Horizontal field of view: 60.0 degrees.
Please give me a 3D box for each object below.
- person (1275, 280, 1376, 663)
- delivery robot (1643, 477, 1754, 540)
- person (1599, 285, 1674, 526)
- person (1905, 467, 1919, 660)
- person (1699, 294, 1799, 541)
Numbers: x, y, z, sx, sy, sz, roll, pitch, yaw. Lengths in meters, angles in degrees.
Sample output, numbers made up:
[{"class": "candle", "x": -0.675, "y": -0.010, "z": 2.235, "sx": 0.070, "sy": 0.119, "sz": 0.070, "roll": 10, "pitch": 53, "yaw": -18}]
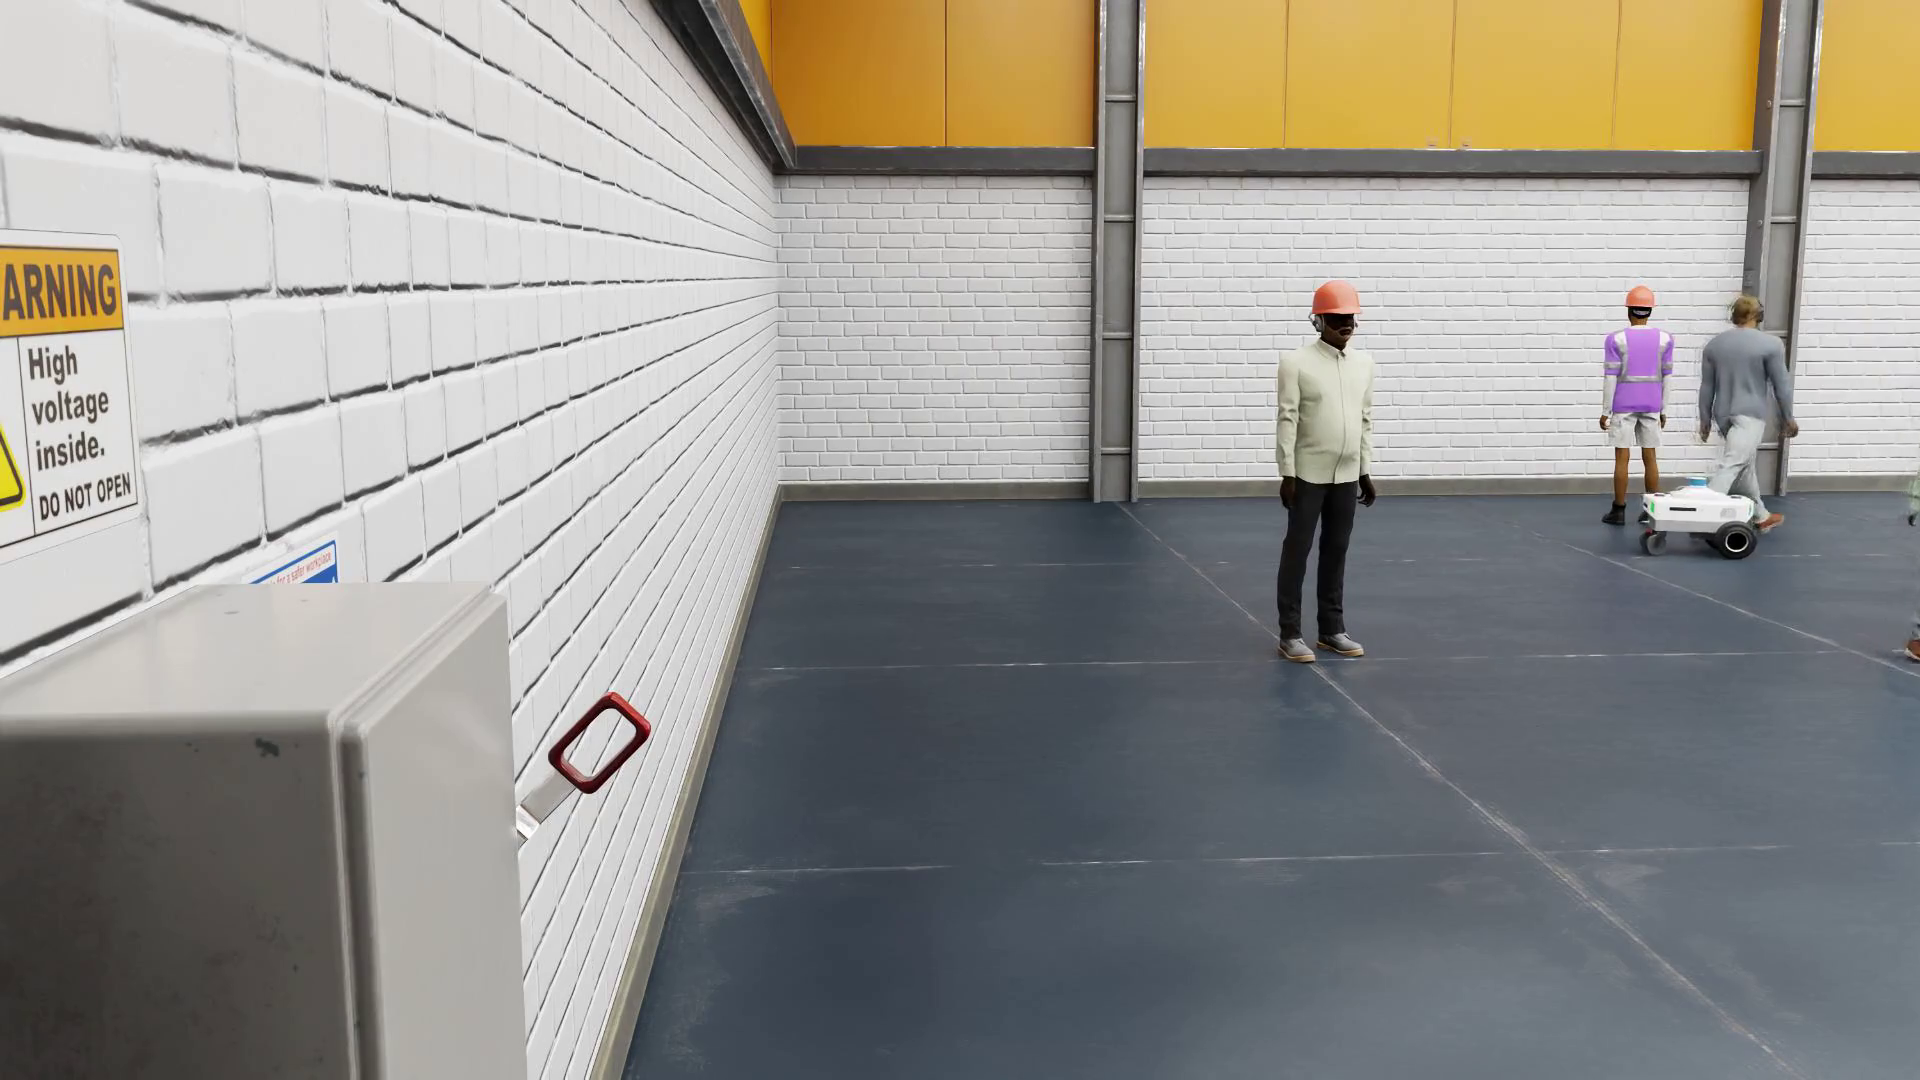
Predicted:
[{"class": "person", "x": 1.930, "y": -0.359, "z": 8.753, "sx": 0.609, "sy": 1.996, "sz": 0.383, "roll": -4, "pitch": 10, "yaw": -25}, {"class": "delivery robot", "x": 5.334, "y": -0.211, "z": 12.043, "sx": 0.707, "sy": 0.478, "sz": 0.477, "roll": 2, "pitch": 9, "yaw": 14}, {"class": "person", "x": 5.452, "y": -1.079, "z": 13.451, "sx": 0.544, "sy": 1.939, "sz": 0.372, "roll": 1, "pitch": 9, "yaw": 5}, {"class": "person", "x": 5.248, "y": -0.144, "z": 8.619, "sx": 0.567, "sy": 1.596, "sz": 0.423, "roll": 0, "pitch": 9, "yaw": 1}, {"class": "person", "x": 5.986, "y": -0.928, "z": 12.717, "sx": 1.080, "sy": 1.876, "sz": 0.638, "roll": -4, "pitch": 10, "yaw": -24}]
